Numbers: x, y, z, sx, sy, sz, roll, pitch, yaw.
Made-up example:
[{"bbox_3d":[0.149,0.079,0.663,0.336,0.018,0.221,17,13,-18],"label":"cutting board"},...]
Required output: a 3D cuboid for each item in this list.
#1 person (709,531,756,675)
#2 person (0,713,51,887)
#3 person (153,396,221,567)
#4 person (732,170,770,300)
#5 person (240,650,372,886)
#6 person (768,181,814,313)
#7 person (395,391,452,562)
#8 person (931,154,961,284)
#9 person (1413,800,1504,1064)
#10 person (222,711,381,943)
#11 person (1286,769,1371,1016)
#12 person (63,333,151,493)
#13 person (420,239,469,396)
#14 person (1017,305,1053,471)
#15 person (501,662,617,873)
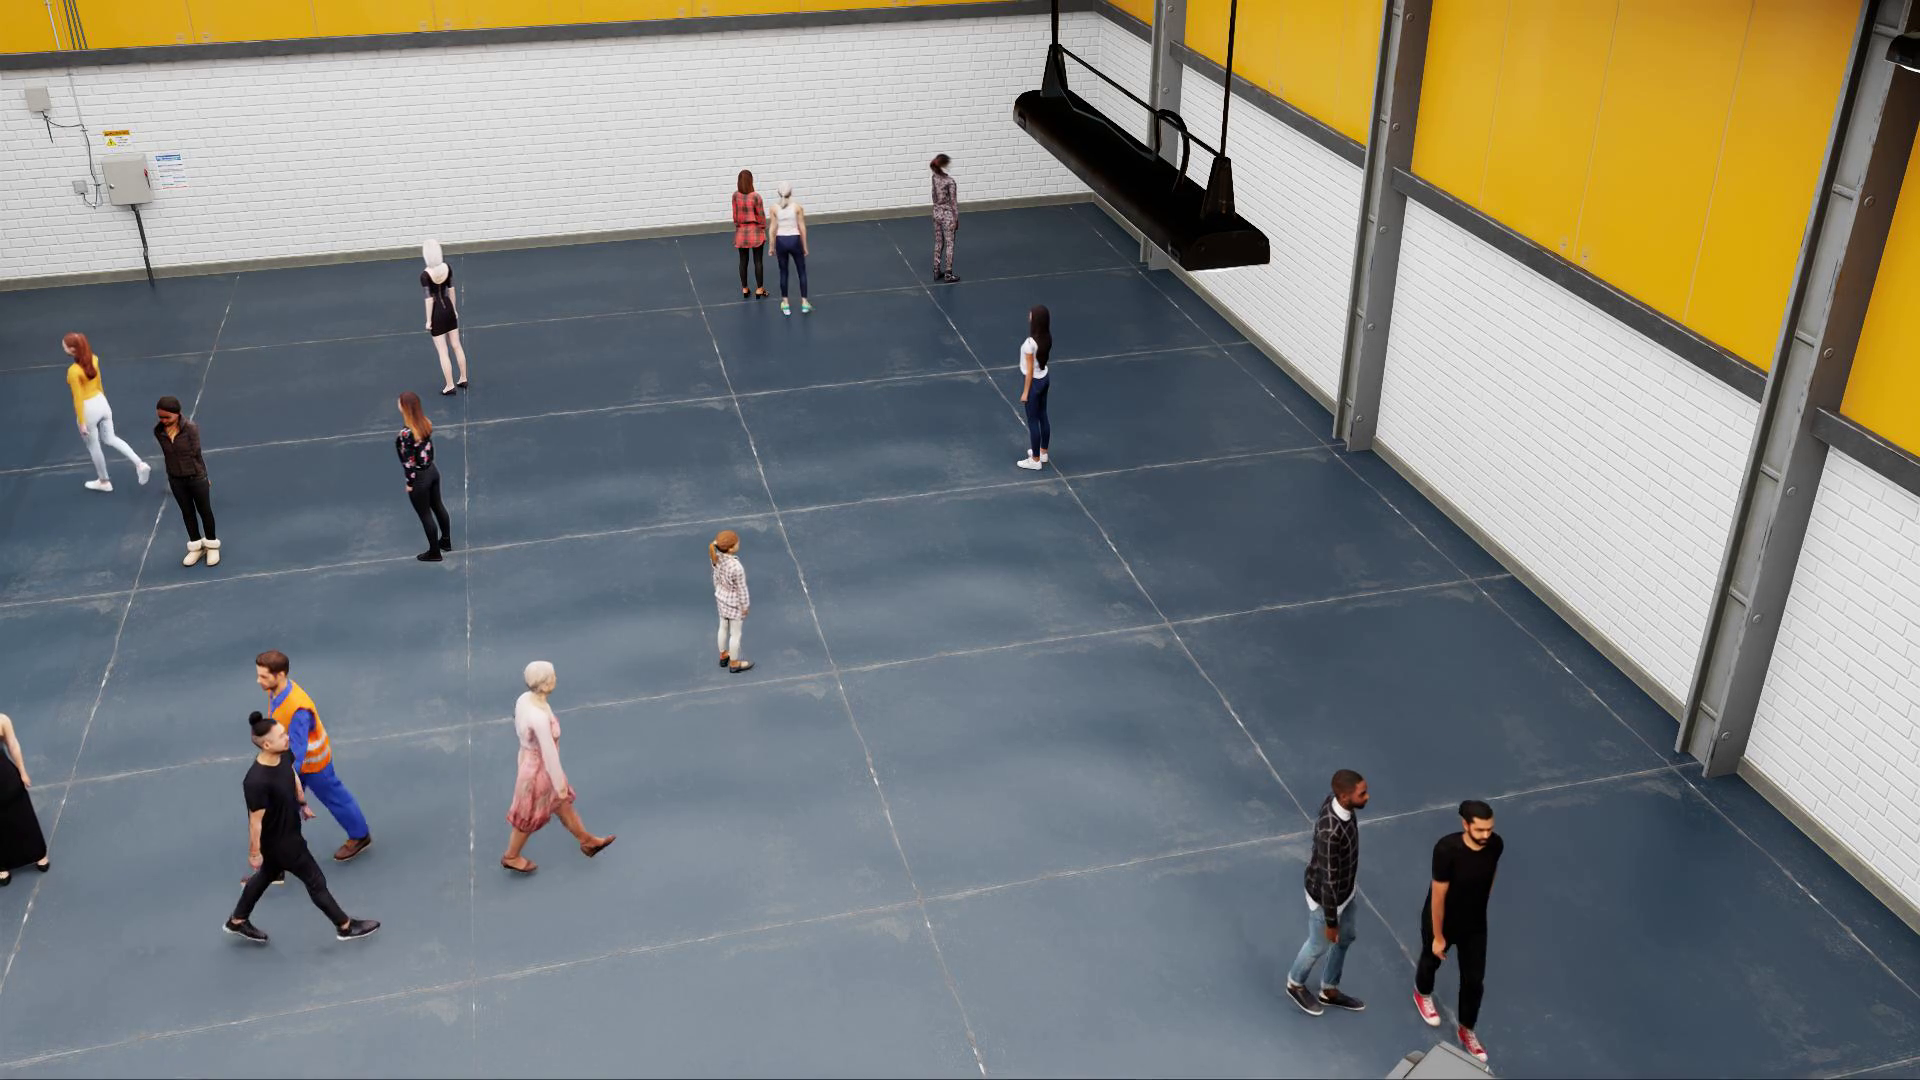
[{"bbox_3d":[-1.919,0.494,13.835,0.566,1.305,0.675,22,36,35],"label":"person"},{"bbox_3d":[-6.627,1.652,11.405,0.648,1.598,0.651,-19,34,-31],"label":"person"},{"bbox_3d":[-7.172,-0.589,15.449,0.657,1.661,0.606,-7,29,-13],"label":"person"},{"bbox_3d":[-2.732,-3.979,21.618,0.701,1.704,0.726,9,30,17],"label":"person"},{"bbox_3d":[-4.404,1.513,11.435,1.188,1.814,1.149,22,35,34],"label":"person"},{"bbox_3d":[-2.148,-3.707,21.121,0.804,1.703,0.806,-3,29,-6],"label":"person"},{"bbox_3d":[-4.993,-0.601,15.448,0.714,1.683,0.602,7,29,13],"label":"person"},{"bbox_3d":[-0.208,-4.300,22.197,0.718,1.714,0.616,-26,38,-38],"label":"person"},{"bbox_3d":[2.977,2.258,10.153,0.656,1.733,0.909,-5,29,-9],"label":"person"},{"bbox_3d":[-4.501,1.897,10.735,0.876,1.811,1.228,-2,29,-4],"label":"person"},{"bbox_3d":[2.230,2.147,10.286,0.962,1.801,0.895,15,32,26],"label":"person"},{"bbox_3d":[-8.565,-1.258,16.597,0.927,1.735,1.015,5,29,9],"label":"person"},{"bbox_3d":[-5.863,-2.527,18.824,0.705,1.830,0.656,17,33,28],"label":"person"},{"bbox_3d":[0.797,-1.583,17.152,0.715,1.775,0.656,16,32,26],"label":"person"},{"bbox_3d":[-2.966,1.624,11.405,0.795,1.649,1.011,-11,31,-20],"label":"person"}]
